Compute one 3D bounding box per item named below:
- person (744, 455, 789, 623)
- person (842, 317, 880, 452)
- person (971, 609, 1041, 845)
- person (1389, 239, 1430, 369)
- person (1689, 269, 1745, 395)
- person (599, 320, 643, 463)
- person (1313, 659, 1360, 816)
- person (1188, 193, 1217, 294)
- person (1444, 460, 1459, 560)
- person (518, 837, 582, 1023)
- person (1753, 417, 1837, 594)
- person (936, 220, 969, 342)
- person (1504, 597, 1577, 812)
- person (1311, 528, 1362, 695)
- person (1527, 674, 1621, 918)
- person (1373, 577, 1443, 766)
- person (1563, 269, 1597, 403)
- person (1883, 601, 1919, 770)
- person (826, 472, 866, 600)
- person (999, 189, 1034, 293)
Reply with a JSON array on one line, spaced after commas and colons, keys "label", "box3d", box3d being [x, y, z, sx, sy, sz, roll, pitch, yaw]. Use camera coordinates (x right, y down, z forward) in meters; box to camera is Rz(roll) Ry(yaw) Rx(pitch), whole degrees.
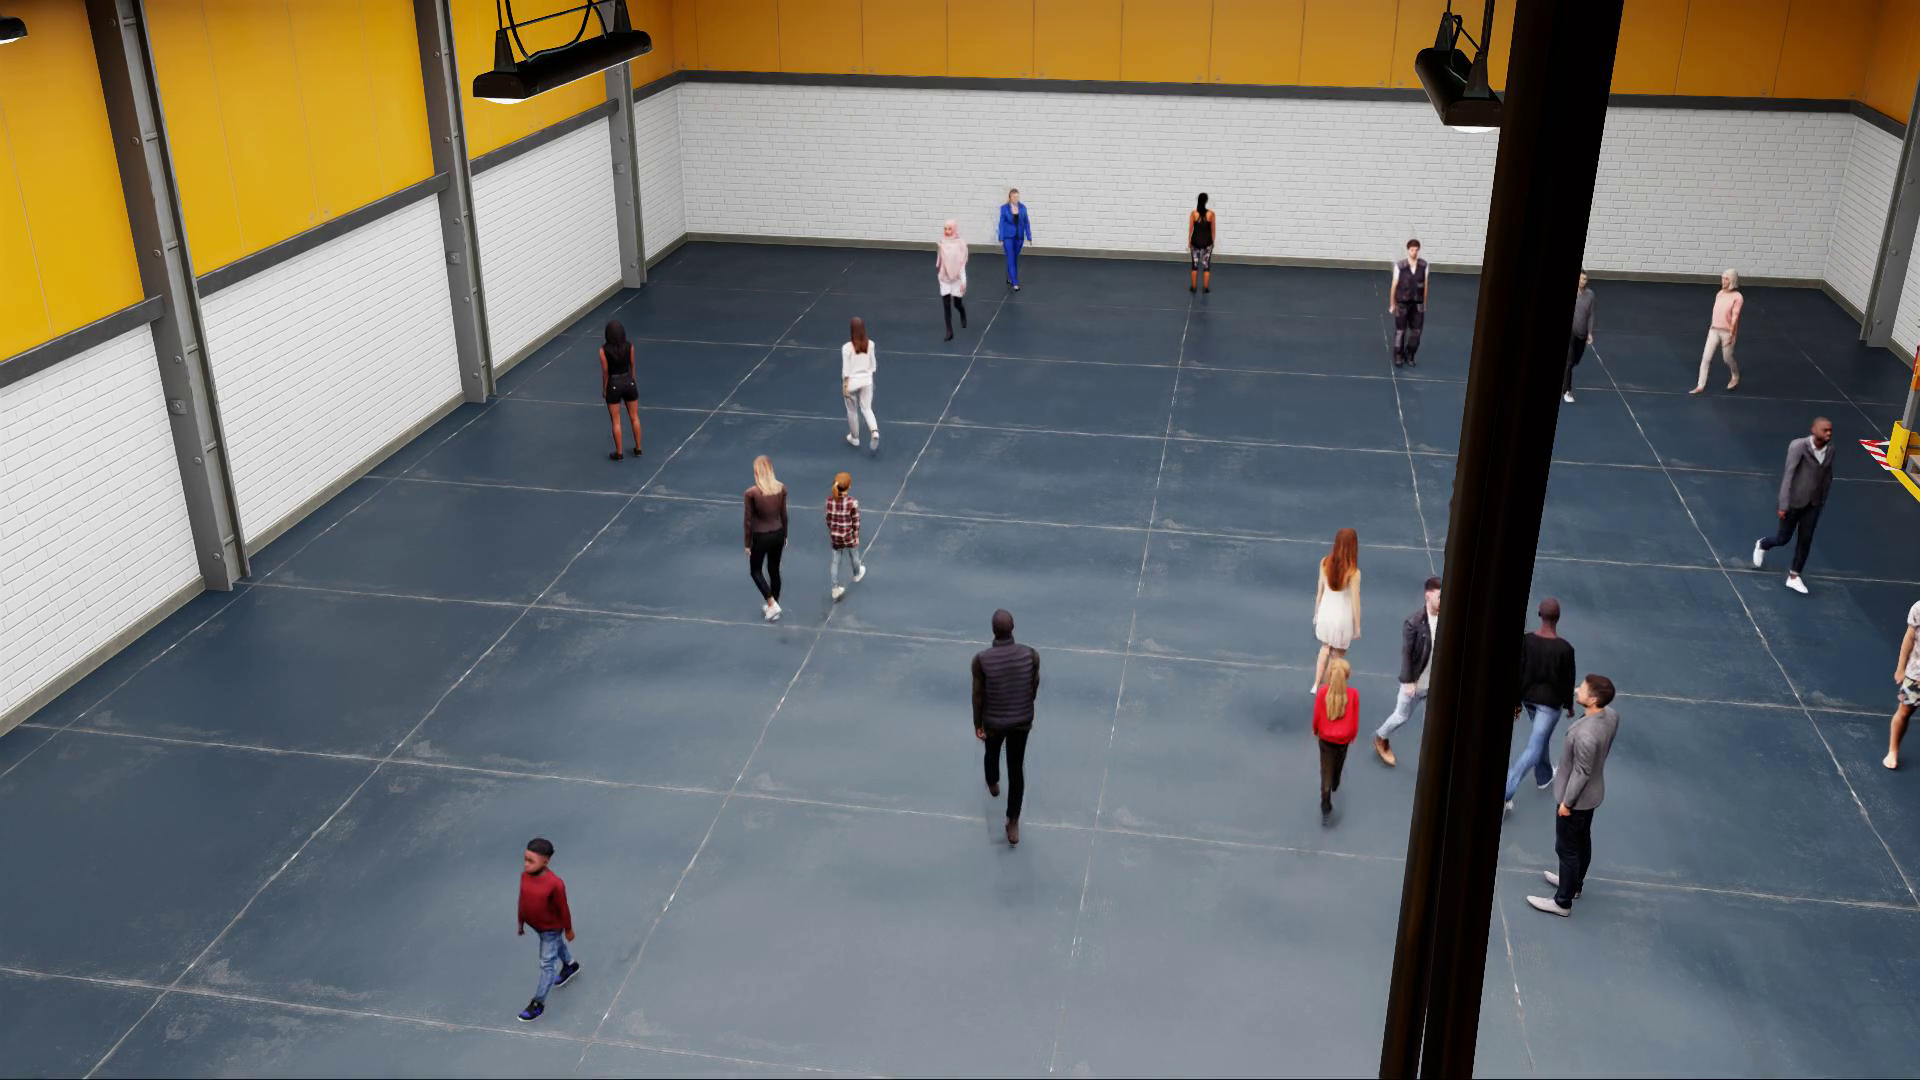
[{"label": "person", "box3d": [-1.820, 0.024, 15.960, 0.842, 1.695, 0.904, -14, 27, -29]}, {"label": "person", "box3d": [-1.207, -1.881, 20.349, 0.955, 1.669, 1.060, -13, 27, -27]}, {"label": "person", "box3d": [0.370, 1.441, 12.615, 0.911, 1.776, 1.277, -2, 24, -5]}, {"label": "person", "box3d": [6.336, -3.374, 23.560, 0.738, 1.833, 0.725, 1, 24, 2]}, {"label": "person", "box3d": [10.344, -2.788, 22.391, 1.090, 1.695, 1.098, -12, 27, -26]}, {"label": "person", "box3d": [-4.102, -1.813, 20.104, 0.682, 1.740, 0.731, -14, 27, -29]}, {"label": "person", "box3d": [2.919, 1.557, 12.996, 0.486, 1.259, 0.915, 4, 24, 10]}, {"label": "person", "box3d": [3.947, -4.873, 27.202, 0.594, 1.663, 0.515, 2, 24, 5]}, {"label": "person", "box3d": [4.858, -0.015, 16.091, 0.761, 1.660, 0.699, 0, 24, 1]}, {"label": "person", "box3d": [-2.676, 2.475, 10.932, 0.716, 1.230, 0.939, 14, 27, 29]}, {"label": "person", "box3d": [8.441, -0.403, 16.804, 0.880, 1.800, 1.093, -3, 24, -6]}, {"label": "person", "box3d": [-0.087, -3.880, 24.770, 0.696, 1.790, 0.937, 8, 25, 18]}, {"label": "person", "box3d": [4.495, 1.322, 12.978, 1.230, 1.703, 1.091, -18, 29, -35]}, {"label": "person", "box3d": [3.195, 0.710, 14.382, 0.766, 1.701, 0.713, -20, 31, -39]}, {"label": "person", "box3d": [4.369, 1.776, 11.726, 0.839, 1.876, 0.718, 18, 29, 35]}, {"label": "person", "box3d": [3.659, 1.096, 13.369, 1.073, 1.805, 1.253, -10, 25, -21]}, {"label": "person", "box3d": [8.231, -2.778, 22.320, 0.705, 1.733, 1.139, 1, 24, 2]}, {"label": "person", "box3d": [7.904, 1.031, 13.510, 0.708, 1.811, 0.627, 8, 25, 19]}, {"label": "person", "box3d": [-1.193, -0.026, 16.603, 0.628, 1.271, 0.911, 8, 25, 17]}, {"label": "person", "box3d": [0.842, -4.949, 27.378, 0.987, 1.660, 1.172, -10, 26, -22]}]
